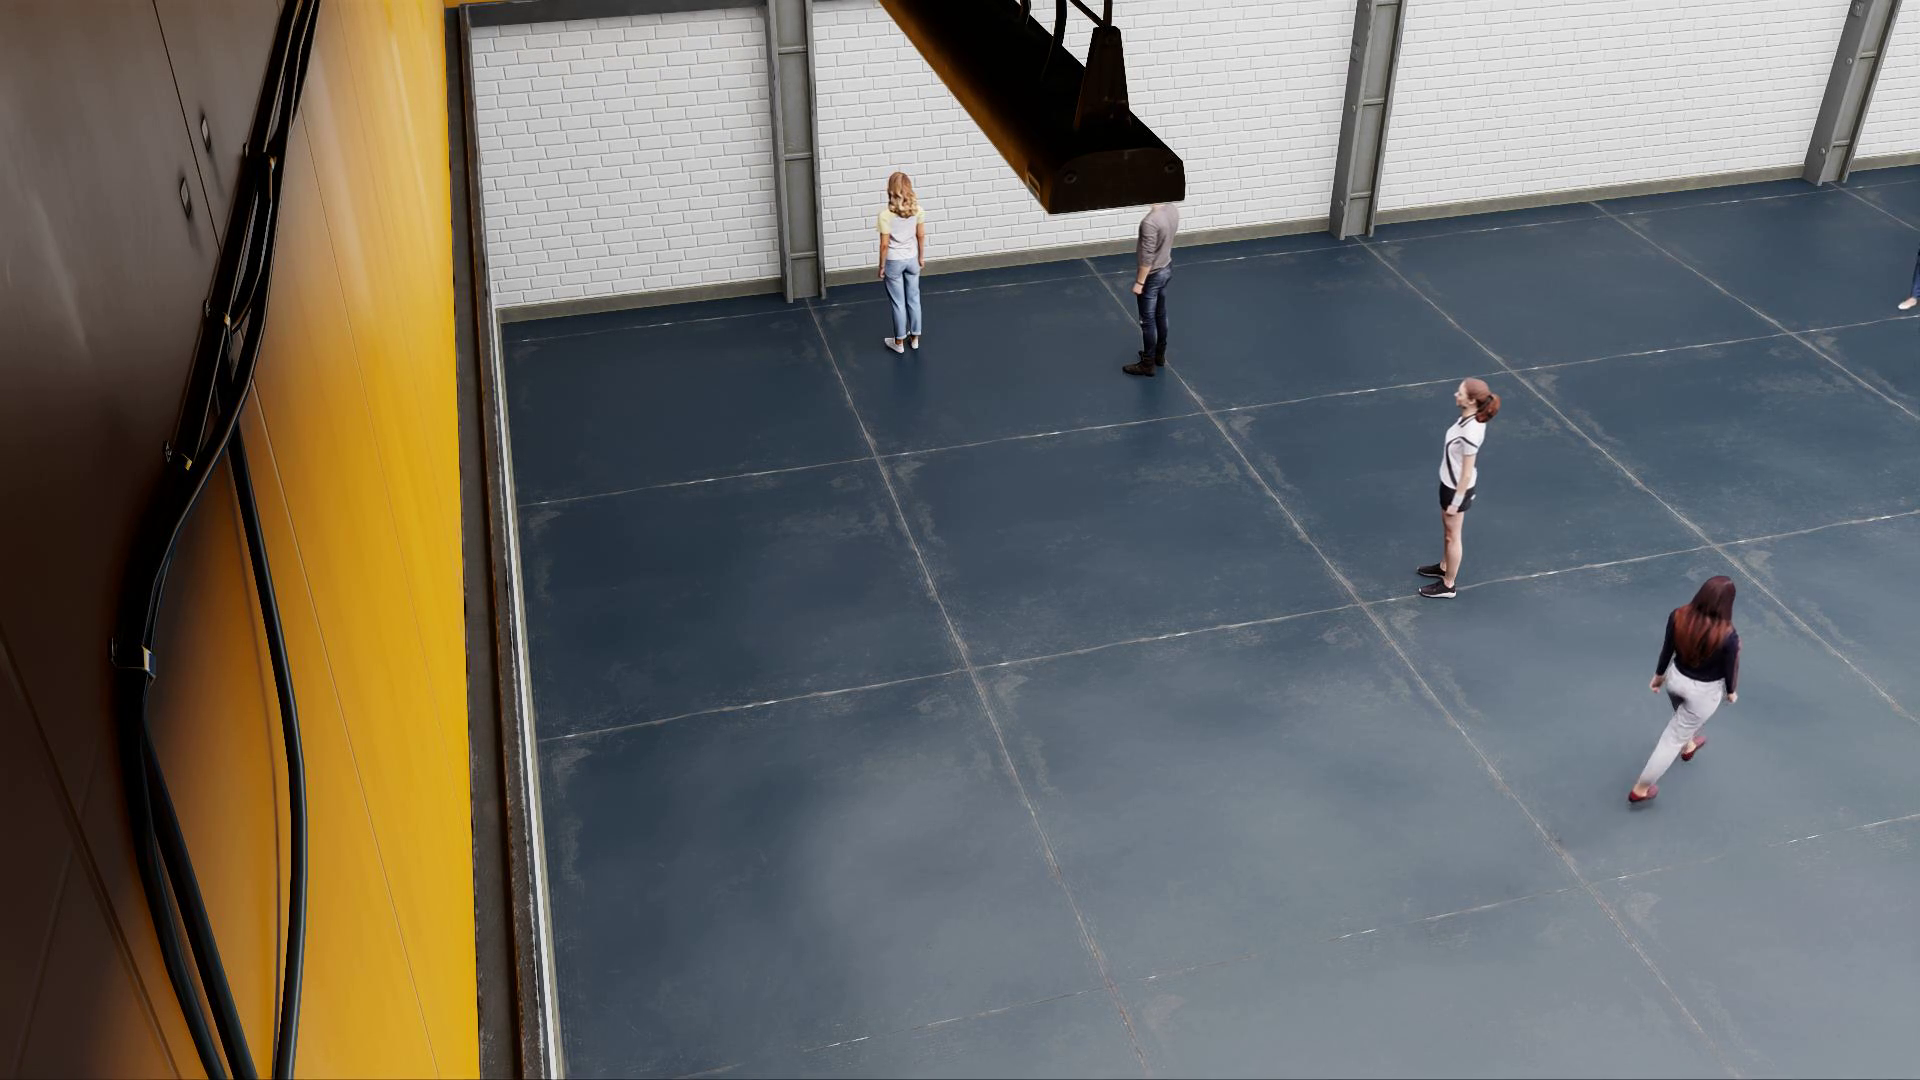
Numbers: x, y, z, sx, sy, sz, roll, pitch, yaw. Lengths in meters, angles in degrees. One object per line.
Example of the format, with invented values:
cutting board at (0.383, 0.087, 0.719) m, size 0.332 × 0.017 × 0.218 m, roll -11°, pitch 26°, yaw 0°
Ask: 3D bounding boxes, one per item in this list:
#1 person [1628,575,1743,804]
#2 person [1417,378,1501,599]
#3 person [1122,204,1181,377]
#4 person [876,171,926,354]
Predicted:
person at (4.429, 0.958, 10.153) m, size 1.173 × 1.556 × 0.850 m, roll -21°, pitch 39°, yaw -28°
person at (3.588, -0.381, 11.989) m, size 0.677 × 1.752 × 0.650 m, roll 7°, pitch 34°, yaw 11°
person at (1.741, -2.380, 14.859) m, size 0.827 × 1.904 × 0.759 m, roll 19°, pitch 38°, yaw 26°
person at (-0.538, -2.545, 15.271) m, size 0.568 × 1.722 × 0.742 m, roll -17°, pitch 37°, yaw -24°
